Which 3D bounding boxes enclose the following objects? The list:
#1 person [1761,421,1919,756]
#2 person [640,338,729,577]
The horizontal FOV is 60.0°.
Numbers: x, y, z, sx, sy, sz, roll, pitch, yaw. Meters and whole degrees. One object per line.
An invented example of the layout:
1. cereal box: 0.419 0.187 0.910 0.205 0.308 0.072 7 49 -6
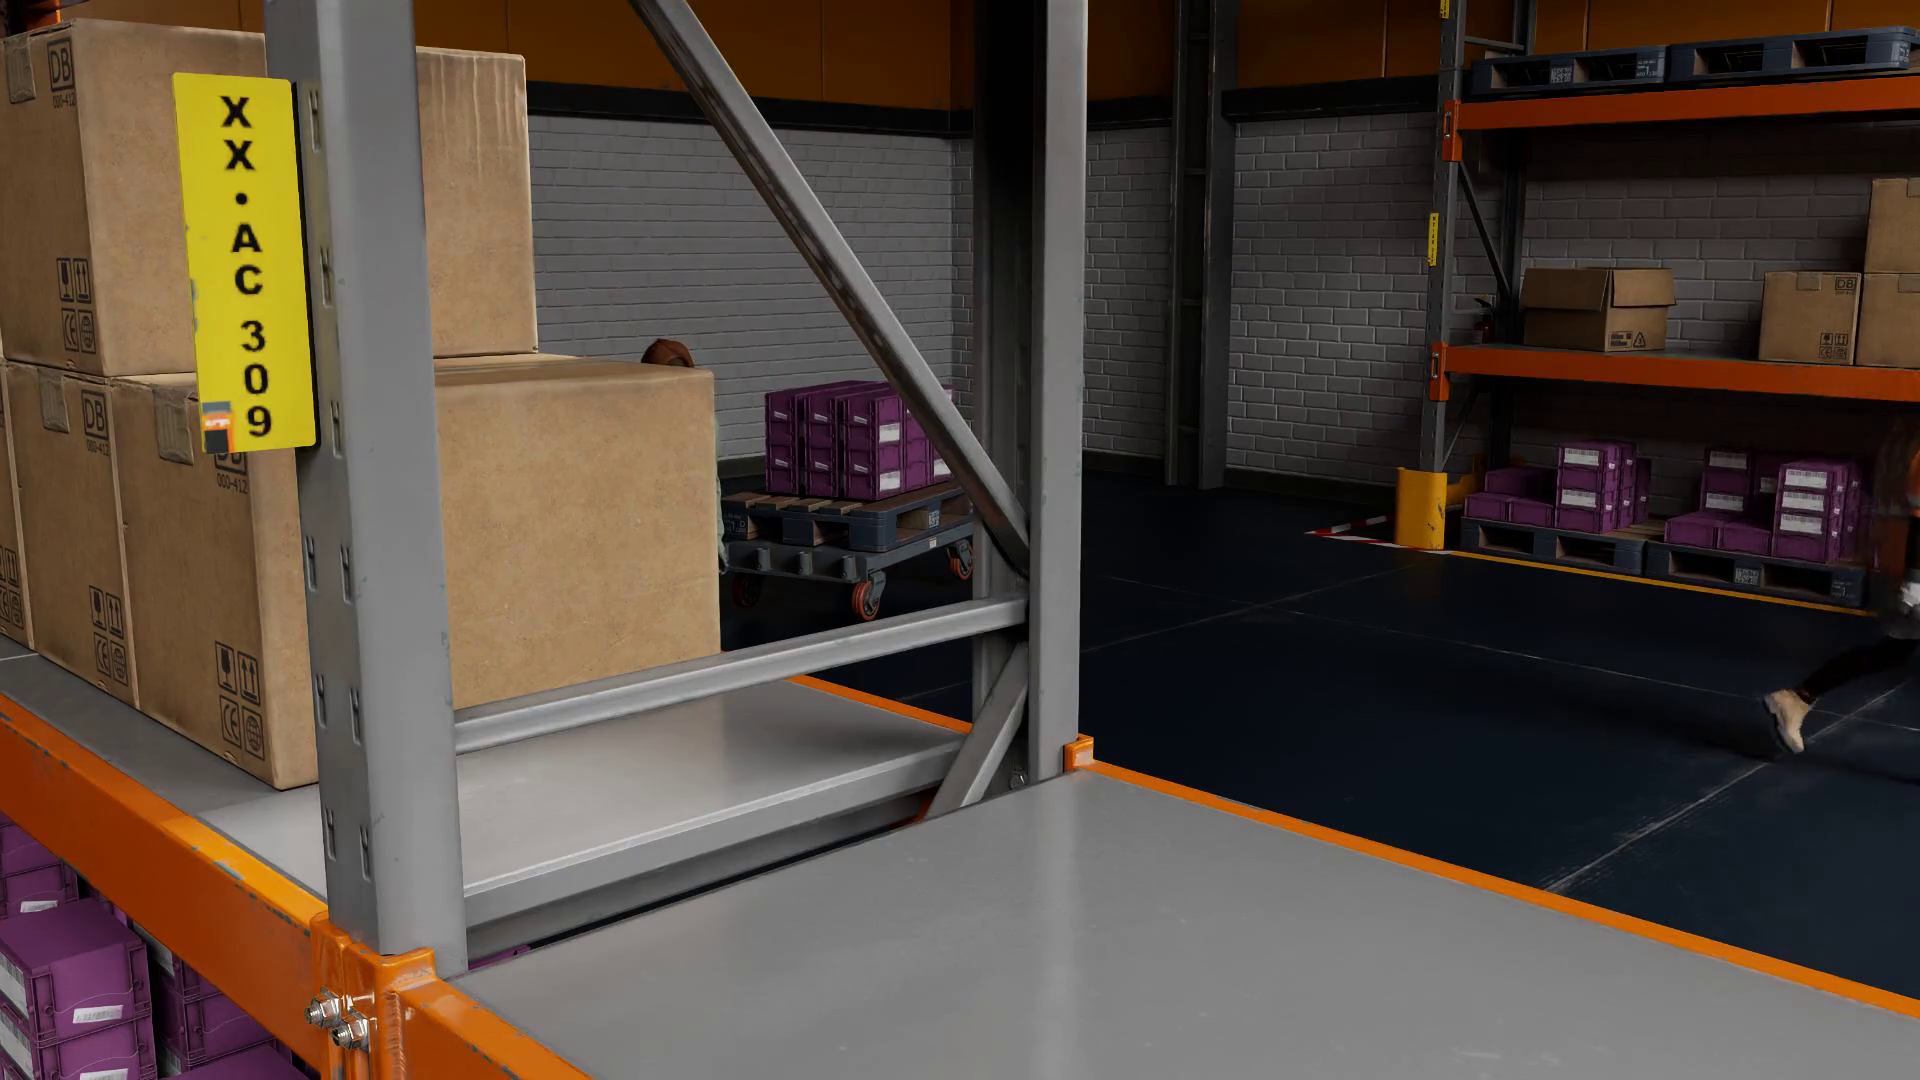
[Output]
1. person: 3.450 0.092 6.095 0.788 1.667 0.528 6 12 28
2. person: -1.134 0.042 6.446 0.499 1.626 0.280 -8 13 -36
